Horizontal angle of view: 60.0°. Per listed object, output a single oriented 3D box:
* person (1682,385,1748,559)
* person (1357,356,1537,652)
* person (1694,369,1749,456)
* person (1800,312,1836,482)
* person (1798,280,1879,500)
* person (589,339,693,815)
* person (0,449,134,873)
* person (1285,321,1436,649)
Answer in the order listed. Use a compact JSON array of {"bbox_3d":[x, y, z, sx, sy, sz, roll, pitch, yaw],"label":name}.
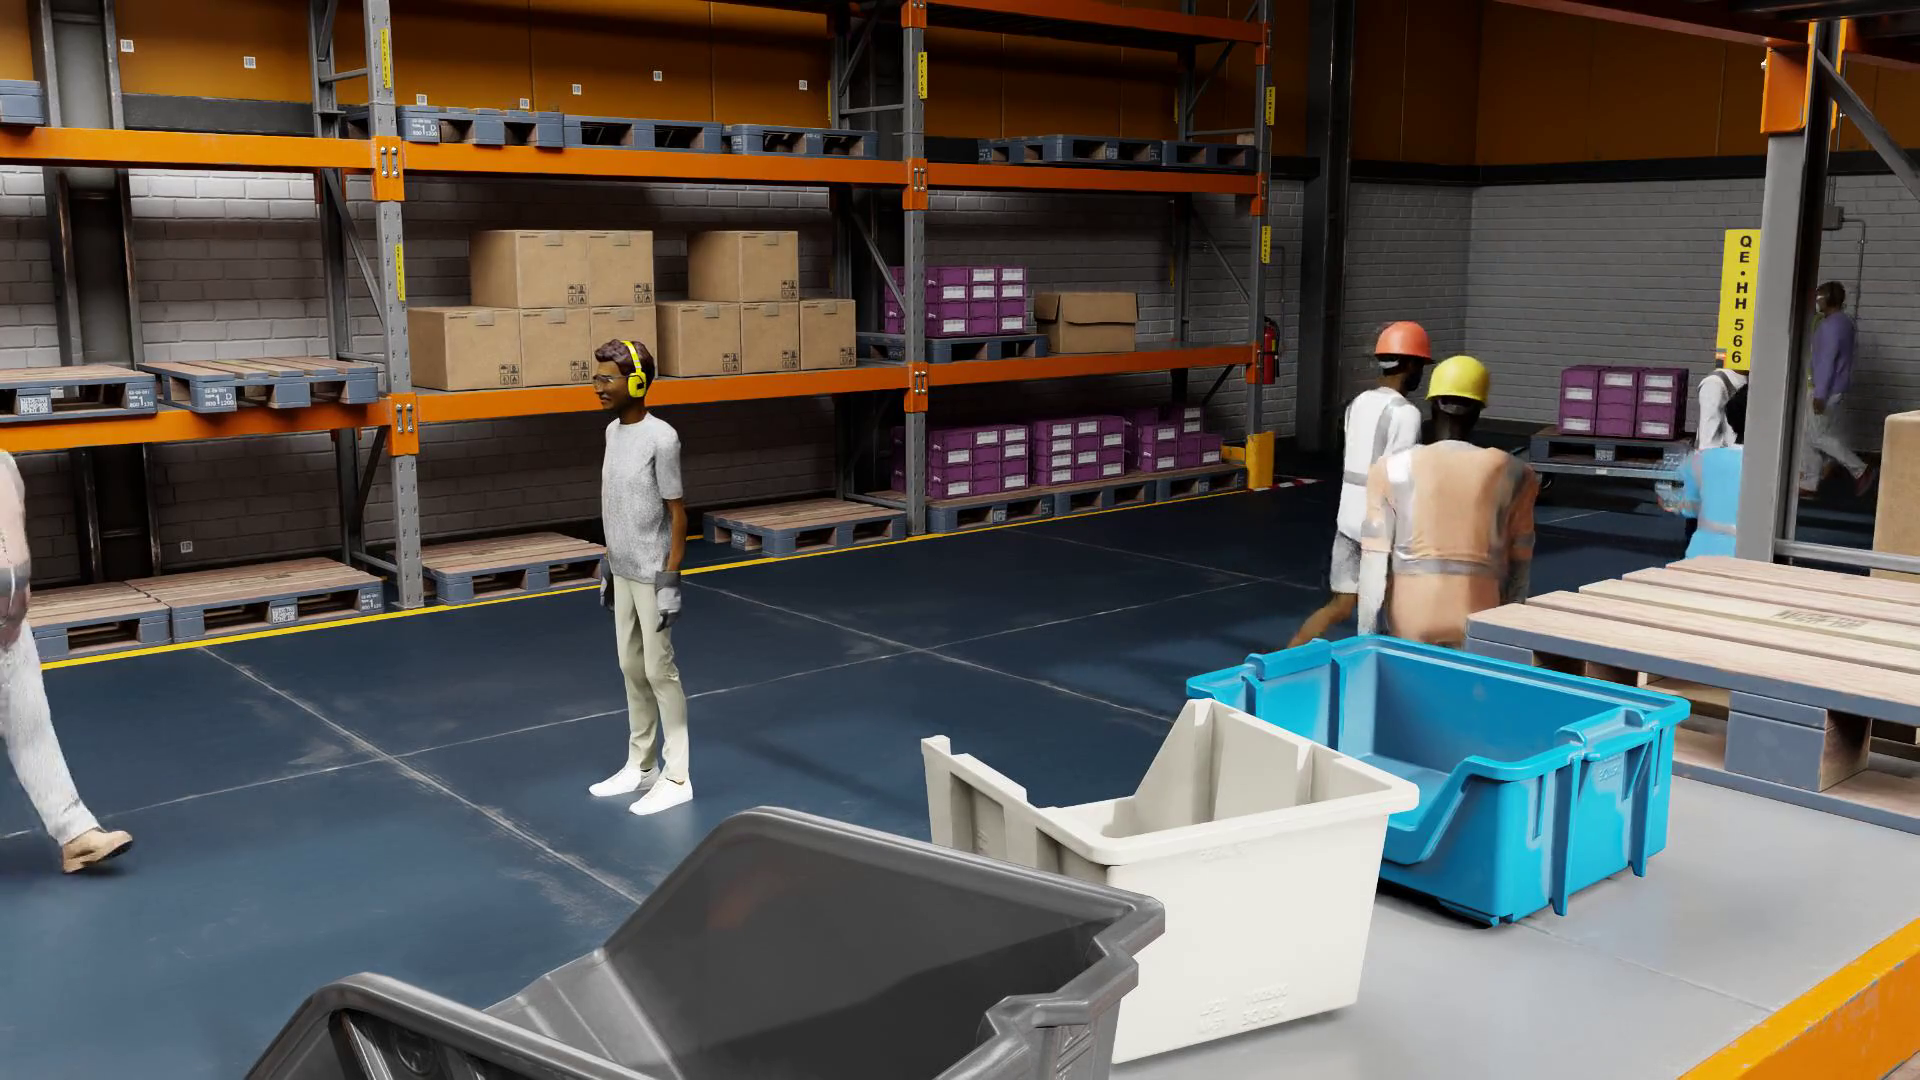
[{"bbox_3d":[3.295,0.150,7.172,0.860,1.648,0.531,-6,12,-32],"label":"person"},{"bbox_3d":[1.687,0.295,5.822,0.588,1.849,1.031,3,10,15],"label":"person"},{"bbox_3d":[4.021,-0.250,8.724,0.337,1.882,0.585,10,14,43],"label":"person"},{"bbox_3d":[7.866,-1.416,15.463,0.437,1.817,0.644,-1,10,-5],"label":"person"},{"bbox_3d":[7.526,-1.266,14.317,0.673,1.927,0.641,6,12,30],"label":"person"},{"bbox_3d":[-1.265,0.145,6.561,0.309,1.868,0.535,-9,13,-40],"label":"person"},{"bbox_3d":[-3.389,0.321,5.744,0.923,1.805,0.657,2,10,13],"label":"person"},{"bbox_3d":[1.860,-0.064,7.711,0.941,1.891,0.592,-3,11,-17],"label":"person"}]
